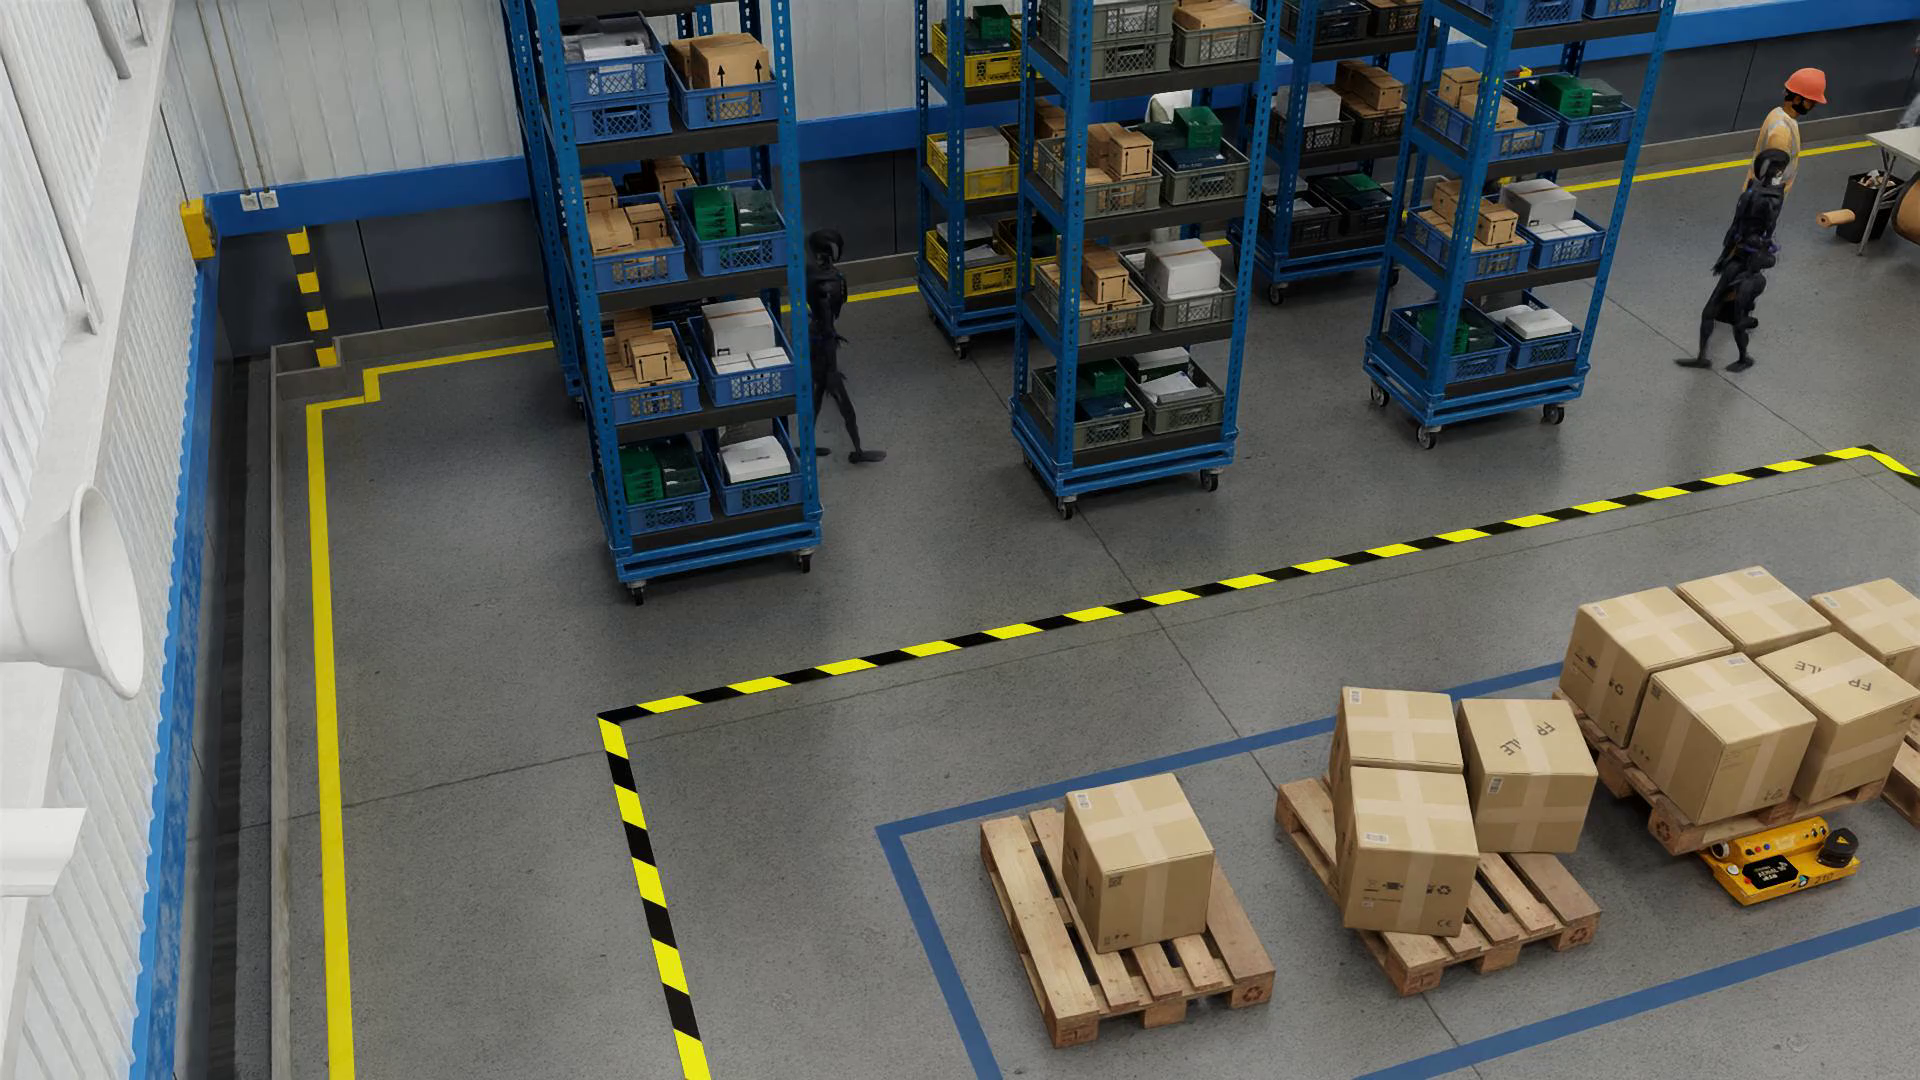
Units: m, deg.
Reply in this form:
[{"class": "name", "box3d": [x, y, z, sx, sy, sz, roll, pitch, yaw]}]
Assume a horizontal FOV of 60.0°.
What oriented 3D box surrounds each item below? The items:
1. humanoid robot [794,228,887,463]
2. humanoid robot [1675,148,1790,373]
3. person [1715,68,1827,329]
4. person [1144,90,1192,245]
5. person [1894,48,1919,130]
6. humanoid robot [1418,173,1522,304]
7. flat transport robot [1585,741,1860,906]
[{"class": "humanoid robot", "box3d": [-0.803, -1.237, 10.596, 0.612, 1.640, 0.593, -4, 35, -6]}, {"class": "humanoid robot", "box3d": [5.470, -1.921, 11.587, 0.559, 1.640, 0.590, 0, 35, 1]}, {"class": "person", "box3d": [5.916, -2.505, 12.168, 0.368, 1.928, 0.542, 12, 37, 16]}, {"class": "person", "box3d": [1.595, -2.938, 12.852, 0.376, 1.843, 0.571, 18, 39, 24]}, {"class": "person", "box3d": [9.058, -4.430, 15.104, 0.854, 1.676, 0.543, -7, 36, -9]}, {"class": "humanoid robot", "box3d": [3.858, -2.433, 12.304, 0.693, 1.634, 0.612, -23, 41, -29]}, {"class": "flat transport robot", "box3d": [3.738, 1.188, 8.347, 0.652, 0.197, 1.431, -11, 37, -15]}]
